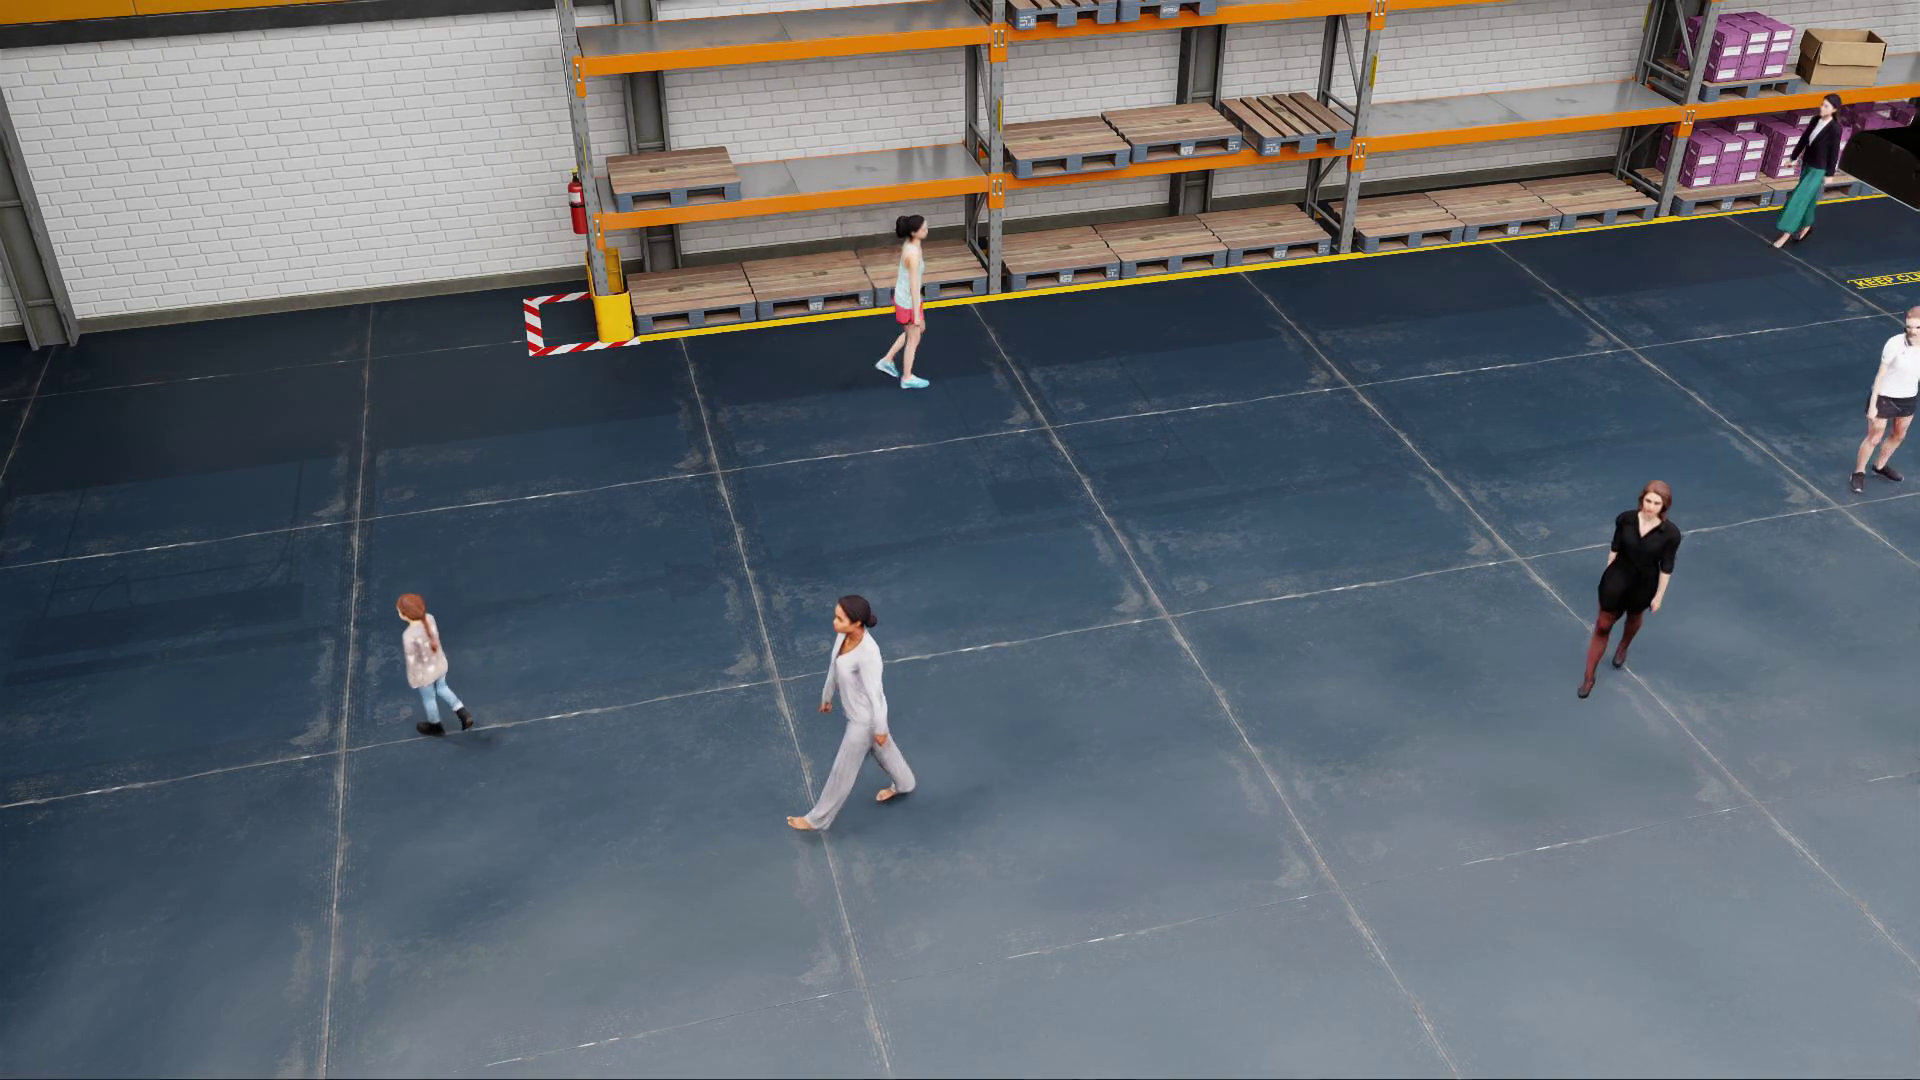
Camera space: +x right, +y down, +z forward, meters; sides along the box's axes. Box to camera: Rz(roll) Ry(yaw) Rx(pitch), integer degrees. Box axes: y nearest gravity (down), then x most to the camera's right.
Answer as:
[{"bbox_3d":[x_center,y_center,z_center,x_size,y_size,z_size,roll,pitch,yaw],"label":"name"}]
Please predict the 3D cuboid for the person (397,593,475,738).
[{"bbox_3d":[-3.528,0.857,11.163,0.770,1.187,0.694,14,36,20],"label":"person"}]

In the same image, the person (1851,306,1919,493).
[{"bbox_3d":[7.710,-1.174,13.739,0.627,1.718,0.860,-11,35,-16],"label":"person"}]

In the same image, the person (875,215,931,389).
[{"bbox_3d":[-0.528,-2.162,15.198,0.791,1.749,0.693,-5,34,-8],"label":"person"}]

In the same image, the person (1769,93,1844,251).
[{"bbox_3d":[9.284,-3.981,17.968,0.882,1.712,0.619,-7,34,-10],"label":"person"}]

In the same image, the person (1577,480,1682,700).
[{"bbox_3d":[4.719,0.277,11.608,1.022,1.661,1.117,21,39,28],"label":"person"}]

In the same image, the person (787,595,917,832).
[{"bbox_3d":[-0.535,1.052,10.420,1.174,1.685,0.752,-13,36,-18],"label":"person"}]
